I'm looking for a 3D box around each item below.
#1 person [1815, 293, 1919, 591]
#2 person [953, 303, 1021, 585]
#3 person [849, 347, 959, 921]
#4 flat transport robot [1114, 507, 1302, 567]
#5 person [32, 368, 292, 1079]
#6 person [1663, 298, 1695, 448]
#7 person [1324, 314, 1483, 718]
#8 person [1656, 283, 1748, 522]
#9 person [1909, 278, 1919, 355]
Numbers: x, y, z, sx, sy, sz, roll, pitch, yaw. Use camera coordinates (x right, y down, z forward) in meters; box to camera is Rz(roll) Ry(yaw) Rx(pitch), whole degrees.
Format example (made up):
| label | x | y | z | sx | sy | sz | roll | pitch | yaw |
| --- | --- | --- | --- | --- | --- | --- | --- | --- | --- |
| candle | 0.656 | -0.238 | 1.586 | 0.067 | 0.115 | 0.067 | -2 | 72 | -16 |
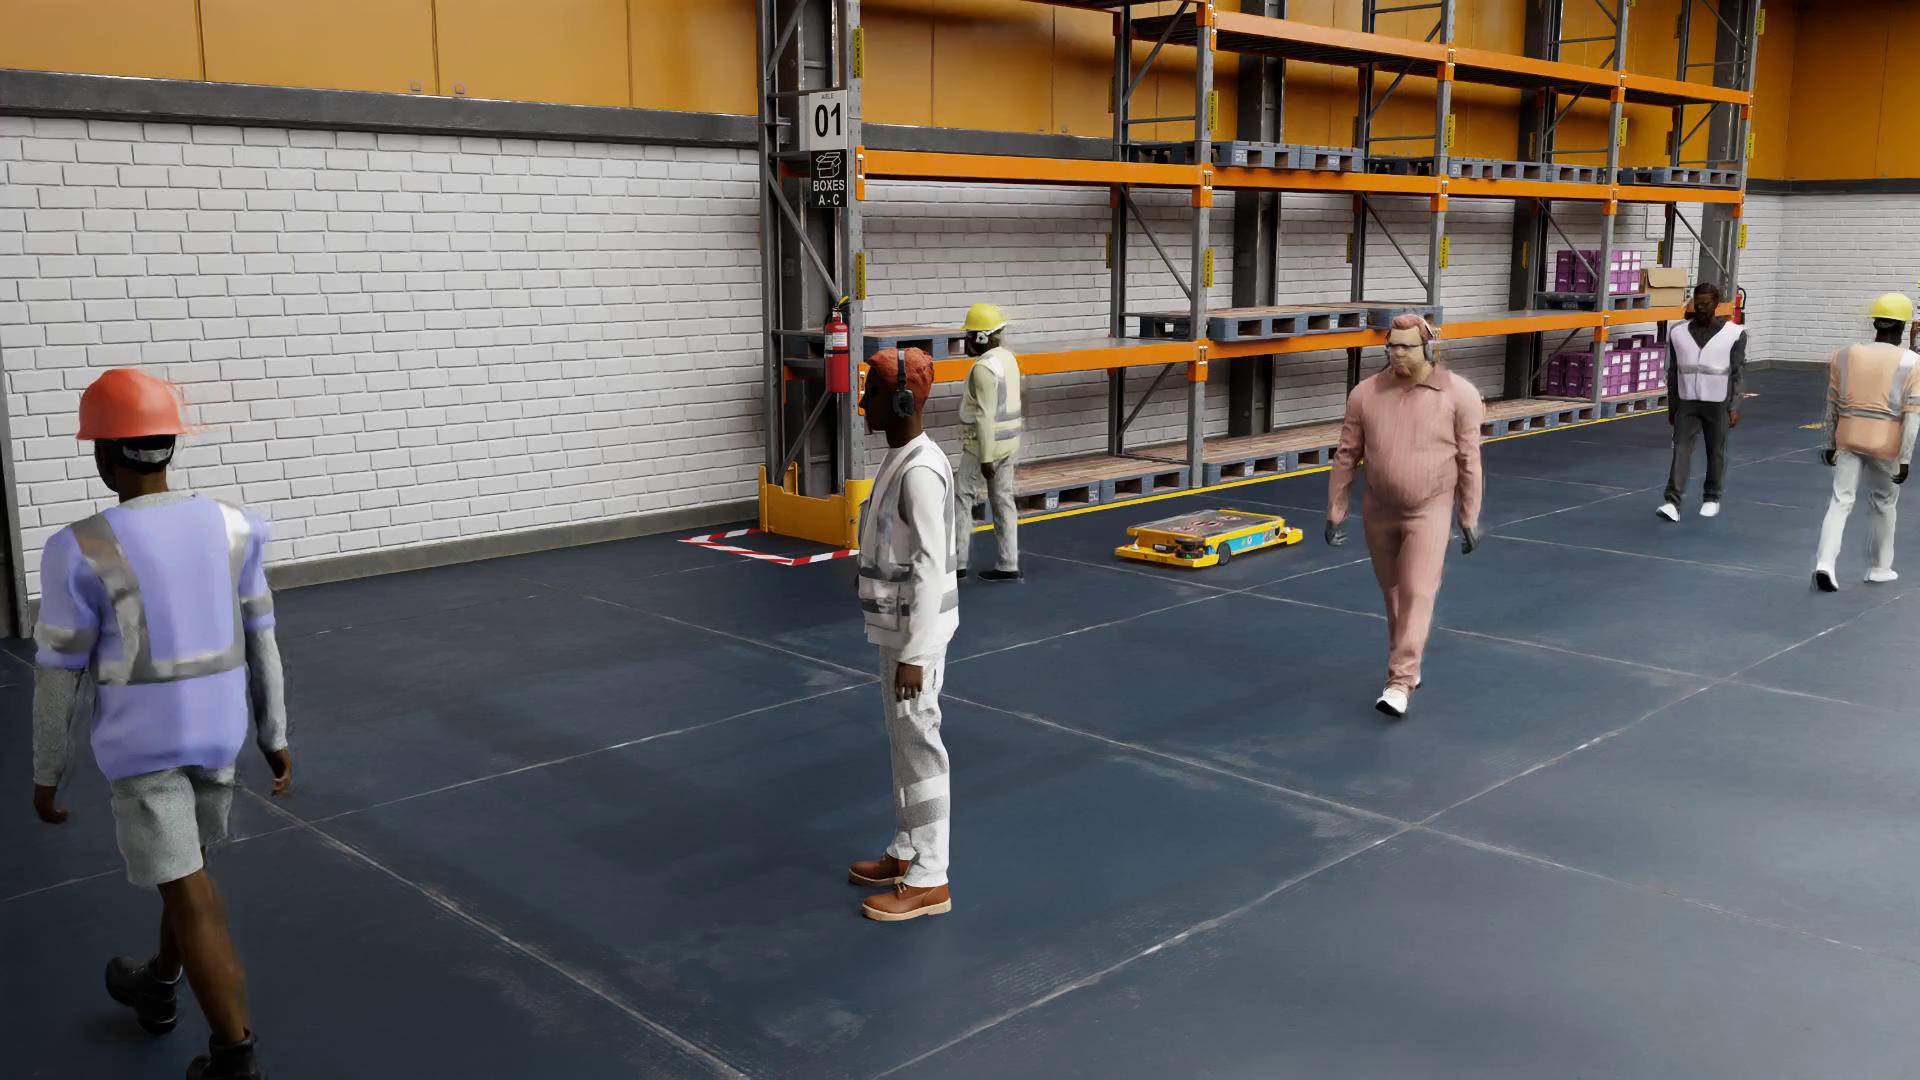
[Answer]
| label | x | y | z | sx | sy | sz | roll | pitch | yaw |
| --- | --- | --- | --- | --- | --- | --- | --- | --- | --- |
| person | 5.737 | -0.614 | 10.516 | 0.941 | 1.893 | 0.595 | -10 | 14 | -43 |
| person | 0.079 | -0.610 | 10.705 | 0.682 | 1.811 | 0.599 | 4 | 11 | 23 |
| person | -0.185 | 0.307 | 5.502 | 0.352 | 1.883 | 0.580 | -2 | 11 | -10 |
| flat transport robot | 1.775 | -0.034 | 11.757 | 0.652 | 0.197 | 1.431 | 9 | 14 | 40 |
| person | -2.150 | 0.507 | 4.359 | 0.930 | 1.896 | 0.574 | 7 | 12 | 33 |
| person | 7.792 | -1.781 | 17.679 | 0.521 | 1.581 | 0.841 | 10 | 14 | 44 |
| person | 2.037 | -0.111 | 7.815 | 0.681 | 1.863 | 0.935 | 8 | 13 | 35 |
| person | 5.825 | -1.072 | 13.067 | 0.609 | 1.865 | 0.999 | 9 | 13 | 39 |
| person | 11.431 | -2.281 | 19.817 | 0.482 | 1.815 | 0.939 | 0 | 10 | -1 |
